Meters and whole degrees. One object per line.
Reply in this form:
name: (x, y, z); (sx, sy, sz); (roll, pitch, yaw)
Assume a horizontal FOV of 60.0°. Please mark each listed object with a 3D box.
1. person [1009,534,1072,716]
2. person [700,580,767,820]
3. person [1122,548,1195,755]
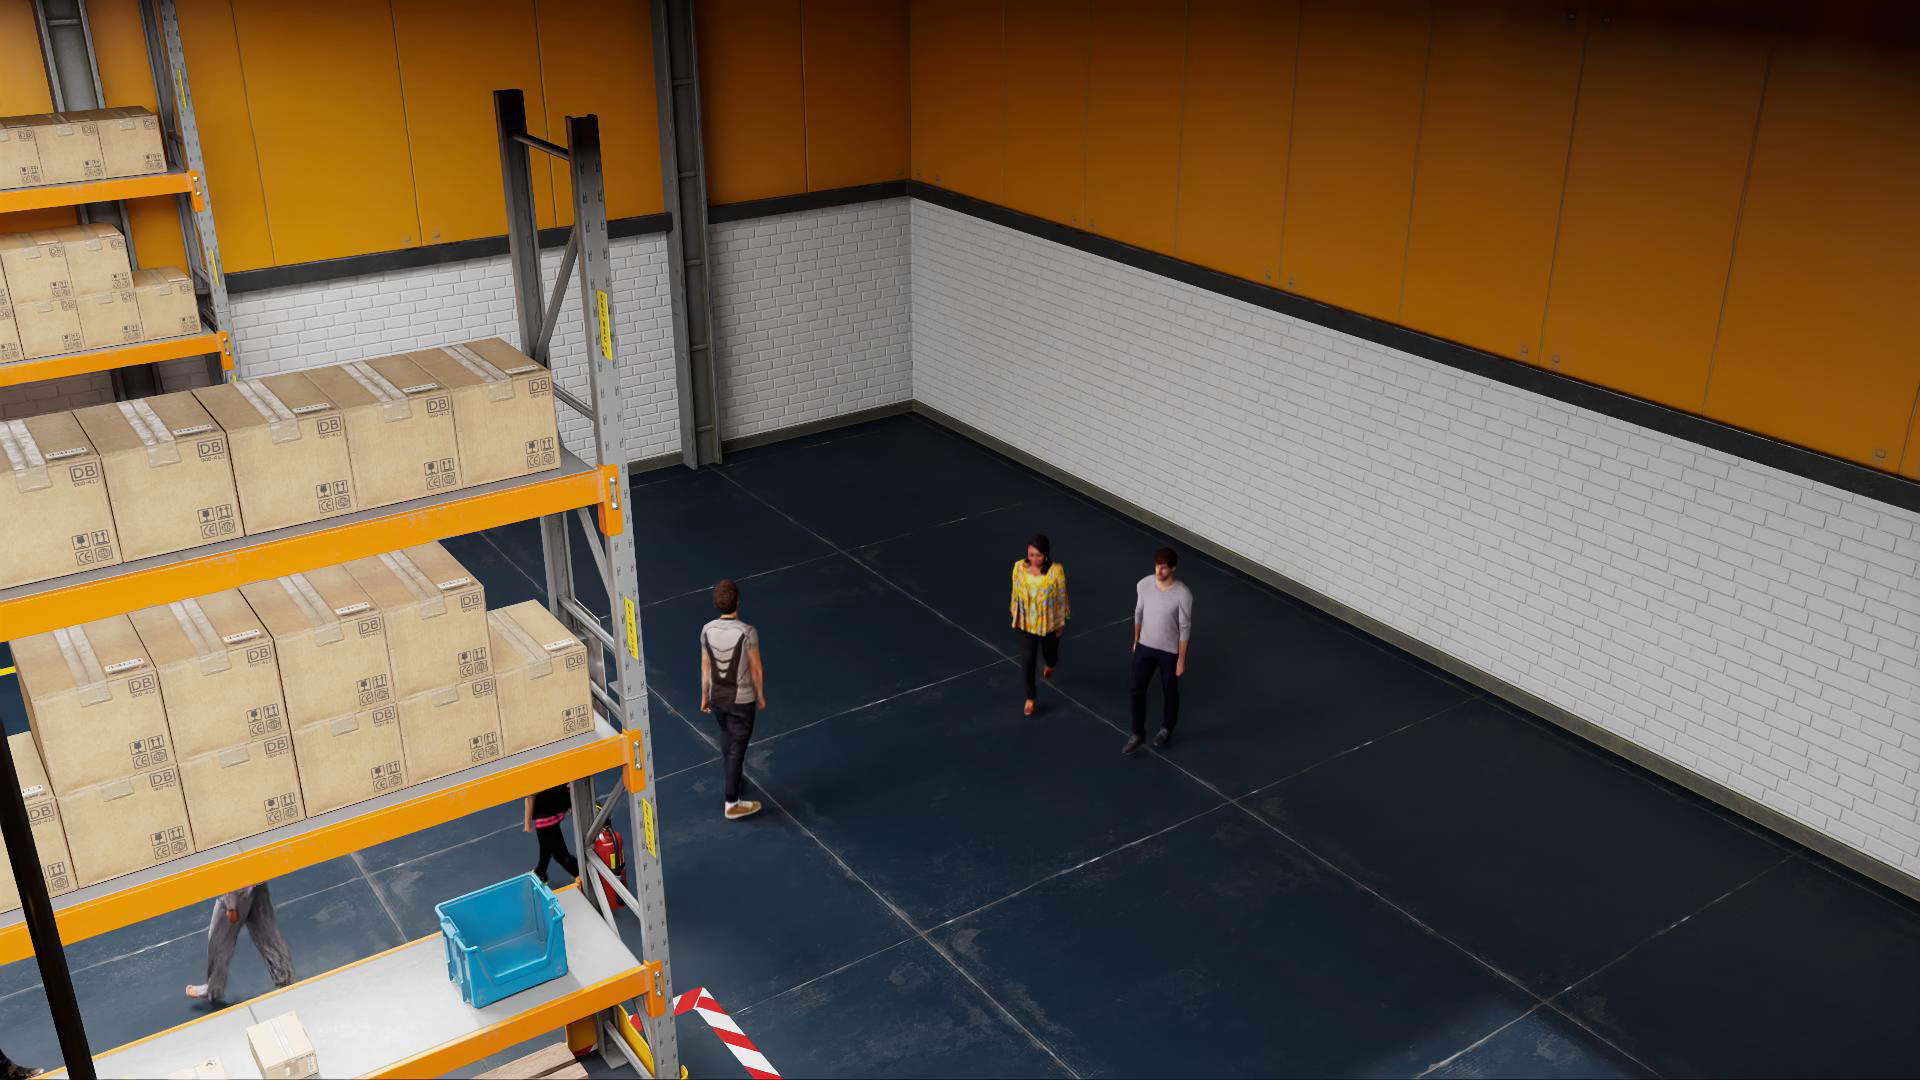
person: (0.708, 0.692, 14.486); (1.012, 1.637, 1.075); (5, 24, 11)
person: (-1.777, 1.262, 12.905); (0.935, 1.859, 1.026); (10, 25, 21)
person: (1.713, 0.874, 13.835); (0.867, 1.825, 0.945); (14, 27, 28)
